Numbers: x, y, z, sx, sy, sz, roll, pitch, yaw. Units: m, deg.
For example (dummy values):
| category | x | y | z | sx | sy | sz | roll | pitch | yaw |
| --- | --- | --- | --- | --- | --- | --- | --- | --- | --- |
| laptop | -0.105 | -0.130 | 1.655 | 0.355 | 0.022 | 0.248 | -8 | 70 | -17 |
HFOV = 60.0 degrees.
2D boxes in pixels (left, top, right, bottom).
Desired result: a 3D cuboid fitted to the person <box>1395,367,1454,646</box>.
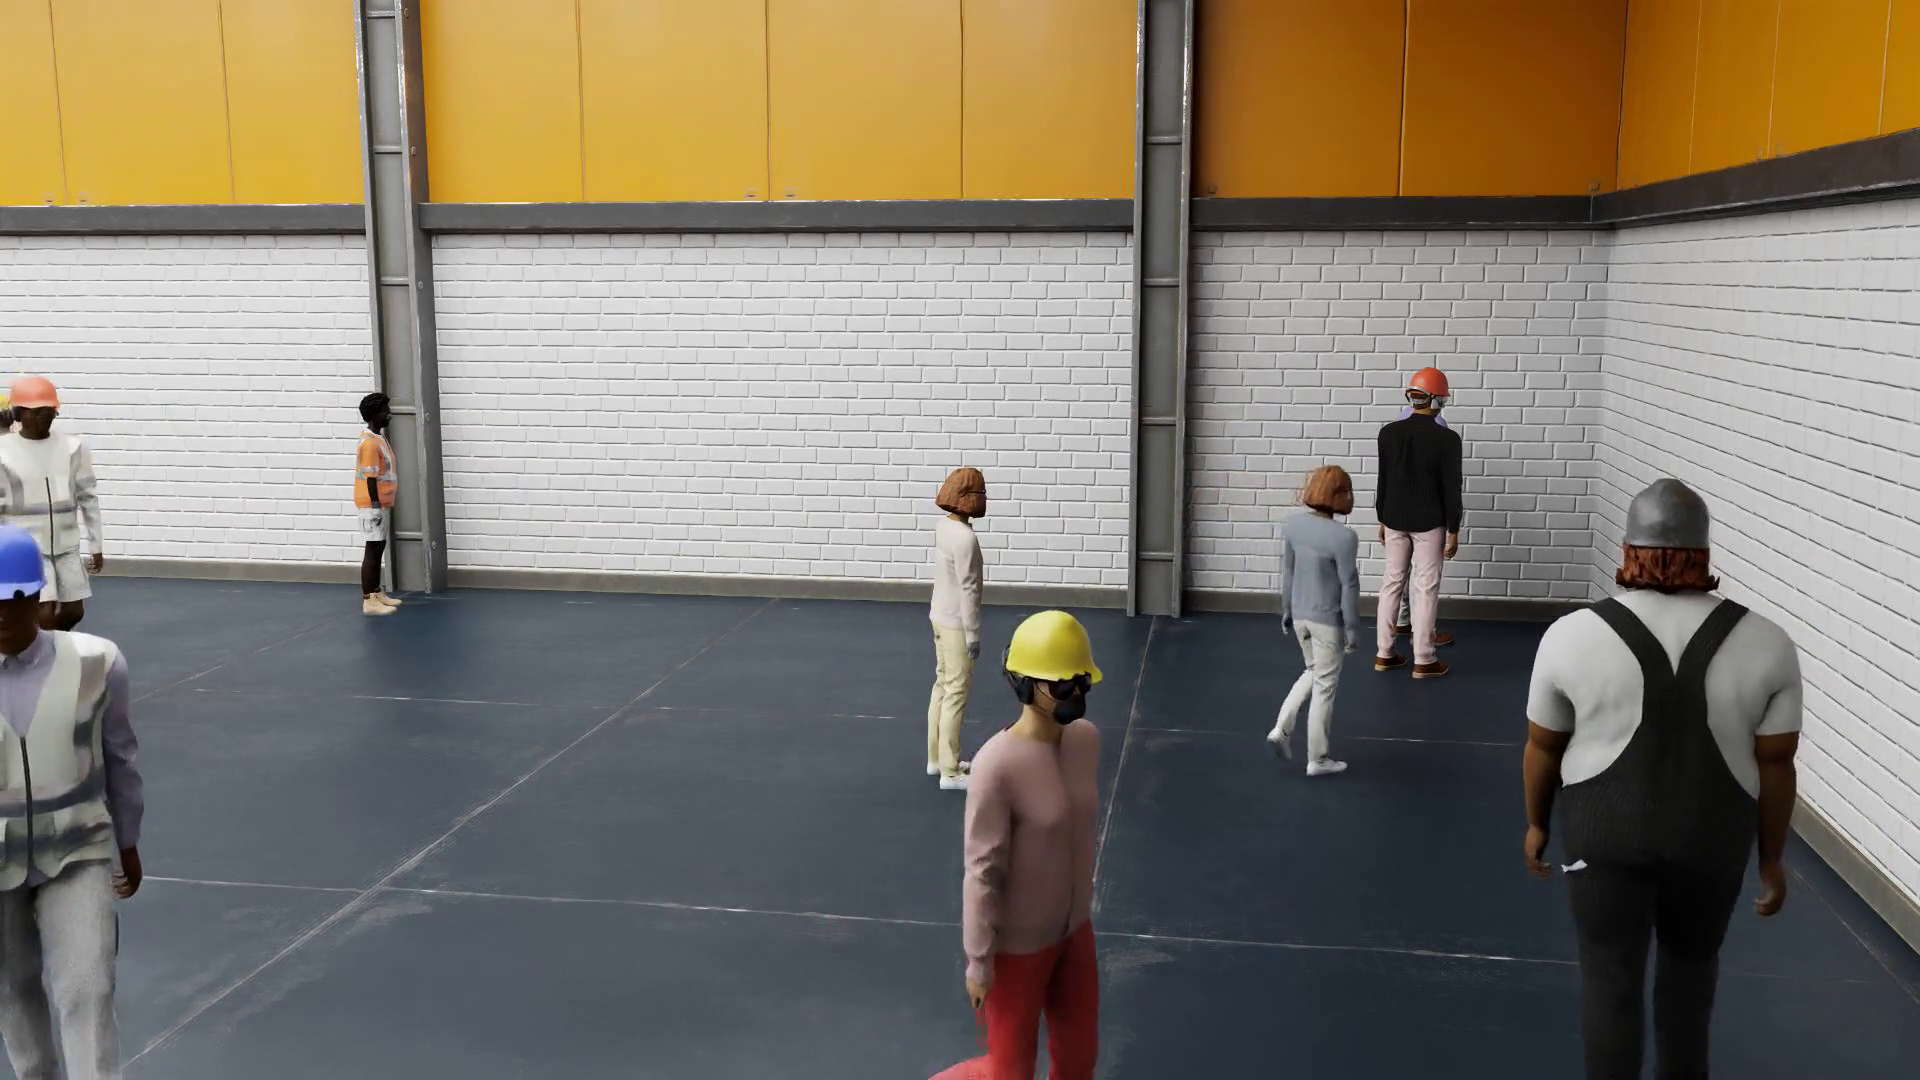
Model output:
| category | x | y | z | sx | sy | sz | roll | pitch | yaw |
| --- | --- | --- | --- | --- | --- | --- | --- | --- | --- |
| person | 3.232 | -0.237 | 11.622 | 0.372 | 1.940 | 0.632 | -2 | 9 | -14 |

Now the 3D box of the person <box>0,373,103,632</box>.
| category | x | y | z | sx | sy | sz | roll | pitch | yaw |
| --- | --- | --- | --- | --- | --- | --- | --- | --- | --- |
| person | -5.441 | 0.013 | 9.853 | 0.799 | 2.020 | 0.615 | 8 | 12 | 42 |

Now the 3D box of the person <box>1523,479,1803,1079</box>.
| category | x | y | z | sx | sy | sz | roll | pitch | yaw |
| --- | --- | --- | --- | --- | --- | --- | --- | --- | --- |
| person | 2.009 | 0.806 | 4.874 | 0.712 | 2.000 | 0.703 | 3 | 10 | 15 |

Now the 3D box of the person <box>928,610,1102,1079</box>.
| category | x | y | z | sx | sy | sz | roll | pitch | yaw |
| --- | --- | --- | --- | --- | --- | --- | --- | --- | --- |
| person | 0.144 | 1.025 | 4.446 | 0.648 | 1.749 | 0.529 | 8 | 12 | 40 |

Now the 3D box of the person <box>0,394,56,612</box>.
| category | x | y | z | sx | sy | sz | roll | pitch | yaw |
| --- | --- | --- | --- | --- | --- | --- | --- | --- | --- |
| person | -6.773 | -0.185 | 11.942 | 0.745 | 1.743 | 0.520 | 5 | 10 | 28 |

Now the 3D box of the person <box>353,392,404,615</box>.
| category | x | y | z | sx | sy | sz | roll | pitch | yaw |
| --- | --- | --- | --- | --- | --- | --- | --- | --- | --- |
| person | -4.433 | -0.277 | 12.639 | 0.321 | 1.689 | 0.530 | -2 | 9 | -13 |

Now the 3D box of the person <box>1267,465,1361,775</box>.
| category | x | y | z | sx | sy | sz | roll | pitch | yaw |
| --- | --- | --- | --- | --- | --- | --- | --- | --- | --- |
| person | 1.842 | 0.419 | 8.530 | 0.385 | 1.620 | 0.527 | -5 | 10 | -28 |

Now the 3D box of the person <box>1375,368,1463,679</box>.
| category | x | y | z | sx | sy | sz | roll | pitch | yaw |
| --- | --- | --- | --- | --- | --- | --- | --- | --- | --- |
| person | 2.956 | -0.108 | 10.688 | 0.402 | 1.988 | 0.613 | -9 | 13 | -43 |

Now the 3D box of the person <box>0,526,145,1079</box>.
| category | x | y | z | sx | sy | sz | roll | pitch | yaw |
| --- | --- | --- | --- | --- | --- | --- | --- | --- | --- |
| person | -2.589 | 0.915 | 4.619 | 0.633 | 1.896 | 0.980 | -6 | 11 | -31 |

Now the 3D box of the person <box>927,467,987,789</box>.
| category | x | y | z | sx | sy | sz | roll | pitch | yaw |
| --- | --- | --- | --- | --- | --- | --- | --- | --- | --- |
| person | -0.004 | 0.440 | 8.423 | 0.287 | 1.625 | 0.497 | -3 | 10 | -15 |
